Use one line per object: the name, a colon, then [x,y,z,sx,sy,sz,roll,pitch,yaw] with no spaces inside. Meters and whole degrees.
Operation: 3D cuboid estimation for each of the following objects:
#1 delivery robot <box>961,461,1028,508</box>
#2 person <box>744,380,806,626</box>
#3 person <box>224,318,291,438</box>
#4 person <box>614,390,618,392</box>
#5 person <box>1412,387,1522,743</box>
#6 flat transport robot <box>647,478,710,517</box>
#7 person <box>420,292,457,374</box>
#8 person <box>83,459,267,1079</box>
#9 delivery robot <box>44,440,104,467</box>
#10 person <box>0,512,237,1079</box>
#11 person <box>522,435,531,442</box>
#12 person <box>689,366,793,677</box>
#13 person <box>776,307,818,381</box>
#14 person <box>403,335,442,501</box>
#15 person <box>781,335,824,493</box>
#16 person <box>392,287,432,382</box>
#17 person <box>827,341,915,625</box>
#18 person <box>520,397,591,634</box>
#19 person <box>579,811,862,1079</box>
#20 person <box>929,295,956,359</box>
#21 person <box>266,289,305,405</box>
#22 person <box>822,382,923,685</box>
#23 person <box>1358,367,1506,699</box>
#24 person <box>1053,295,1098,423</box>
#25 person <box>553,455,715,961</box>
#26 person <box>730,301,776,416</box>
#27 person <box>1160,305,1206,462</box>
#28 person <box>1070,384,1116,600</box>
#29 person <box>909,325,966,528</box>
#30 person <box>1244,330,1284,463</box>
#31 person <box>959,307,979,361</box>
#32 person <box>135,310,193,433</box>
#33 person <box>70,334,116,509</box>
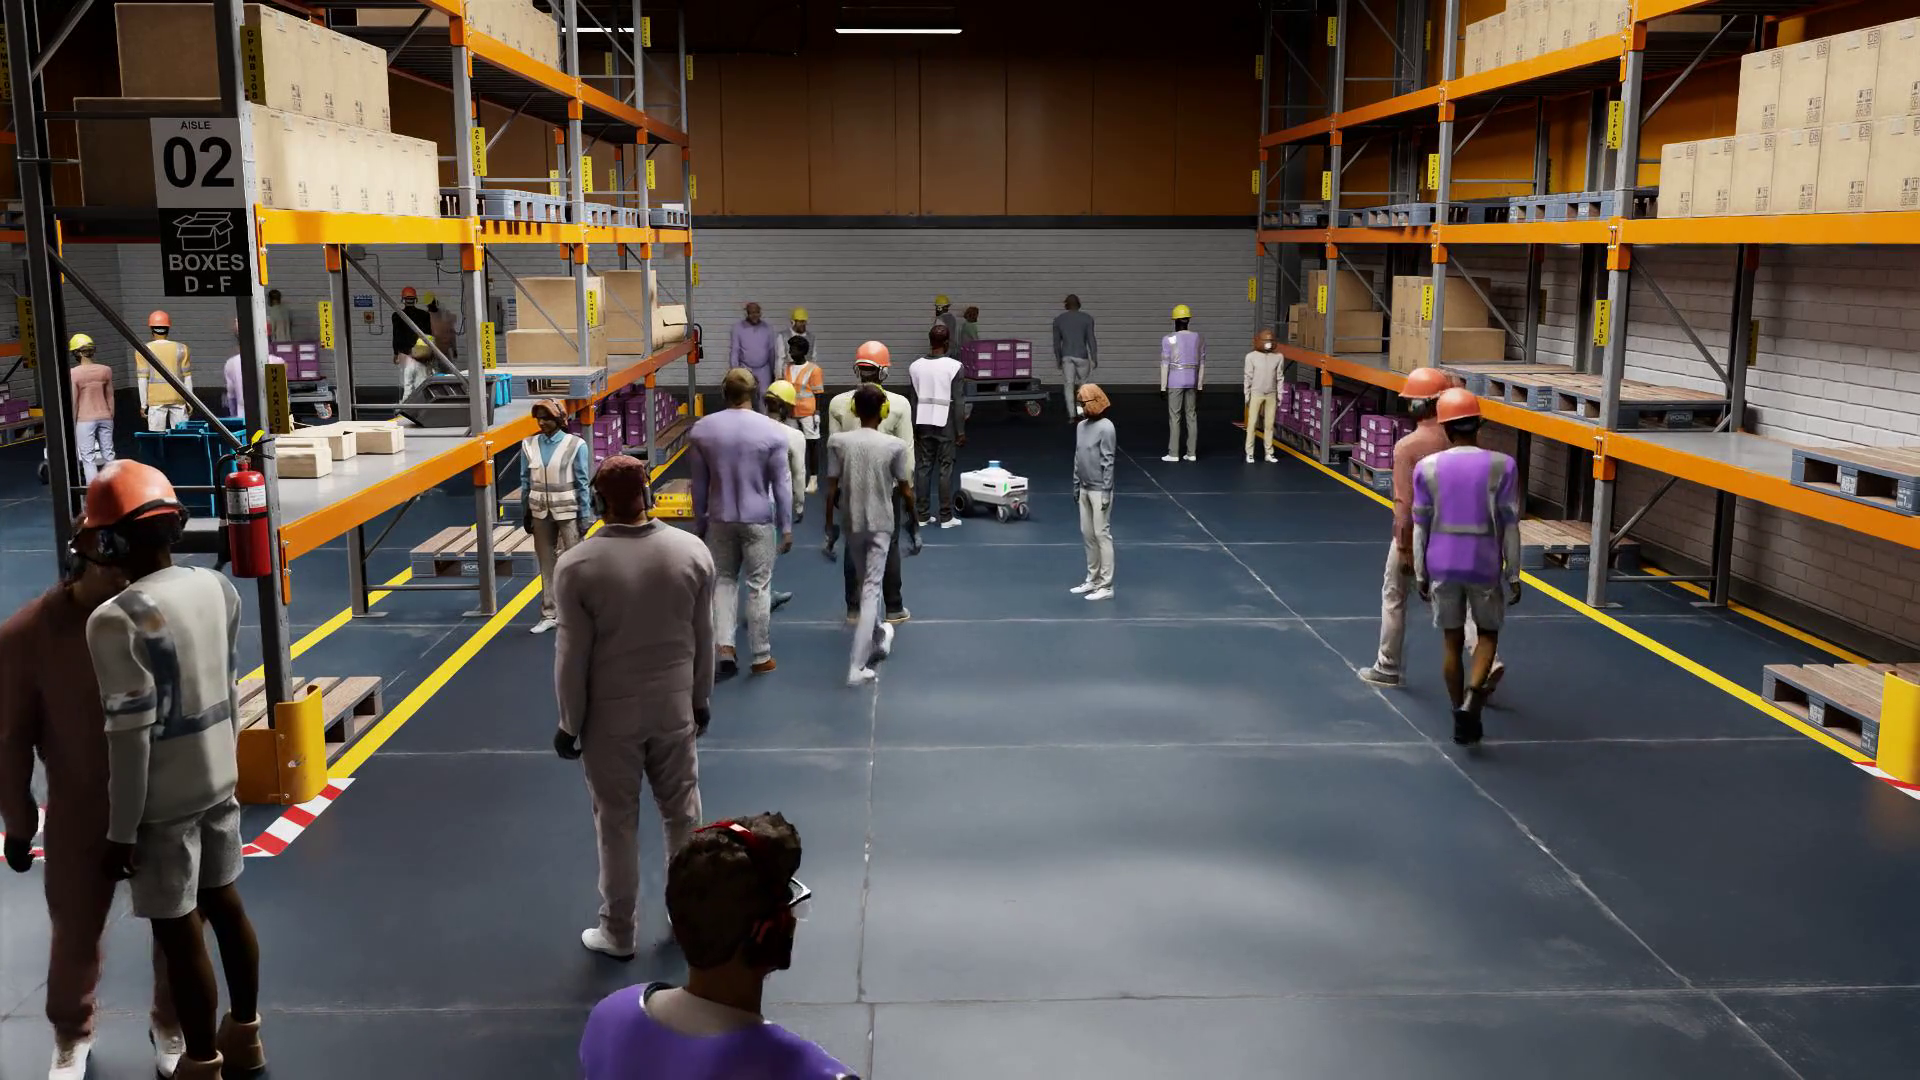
delivery robot: [0.331,-0.527,16.160,0.477,0.478,0.707,-9,13,-40]
person: [-1.366,-0.265,11.726,0.599,1.704,0.787,3,11,18]
person: [-6.336,-1.050,15.271,0.636,2.009,0.924,1,10,6]
person: [-4.951,-2.632,24.355,0.553,1.912,0.577,-2,10,-10]
person: [2.680,0.155,8.832,0.588,1.914,0.517,4,11,23]
flat transport robot: [-2.686,-0.435,16.701,0.652,0.197,1.431,0,10,1]
person: [-8.514,-3.091,27.042,0.396,1.878,0.660,9,14,41]
person: [-2.428,0.768,5.083,0.402,2.036,0.609,1,10,8]
delivery robot: [-9.852,-0.961,18.580,0.477,0.478,0.707,3,10,15]
person: [-2.674,0.814,5.288,0.690,1.872,0.500,-7,12,-33]
person: [-5.414,-2.042,21.324,0.621,1.835,0.430,-6,12,-32]
person: [-1.326,-0.102,10.279,0.645,1.926,0.435,2,10,10]
person: [-2.207,-2.255,22.556,0.608,1.808,0.780,-4,11,-22]
person: [-5.621,-1.273,17.373,0.332,1.709,0.630,3,11,14]
person: [-1.702,-1.346,17.814,0.533,1.692,0.322,6,12,30]
person: [-8.427,-2.894,25.599,0.623,1.992,0.396,-7,13,-35]
person: [-0.615,-0.395,11.676,0.618,1.993,0.396,2,10,11]
person: [-2.751,-0.156,11.353,0.519,1.634,0.311,3,11,15]
person: [-0.345,1.322,2.689,0.570,1.794,0.988,10,14,44]
person: [-0.285,-3.024,26.773,0.404,1.831,0.600,4,11,20]
person: [-11.190,-3.155,27.308,0.842,1.908,0.649,3,11,16]
person: [-0.518,-0.069,10.336,0.562,1.816,0.972,3,11,16]
person: [2.791,-0.031,9.754,0.615,1.963,0.893,-5,12,-28]
person: [1.745,-2.708,24.877,0.693,1.880,0.960,2,10,13]
person: [-1.230,0.624,6.263,0.636,1.902,0.405,-7,12,-34]
person: [-2.879,-2.380,23.089,0.645,1.875,0.823,-3,11,-16]
person: [2.704,-1.908,20.331,0.588,1.919,0.402,-4,11,-21]
person: [1.002,-0.368,12.559,0.294,1.622,0.512,-5,11,-25]
person: [-0.217,-1.063,15.652,0.582,1.911,0.392,7,12,33]
person: [3.689,-1.743,20.219,0.505,1.625,0.283,-2,10,-10]
person: [0.231,-3.095,27.830,0.854,1.589,0.499,-2,10,-13]
person: [-8.655,-1.524,18.122,0.548,1.936,0.378,-7,12,-34]
person: [-8.769,-1.195,16.780,0.315,1.766,0.523,5,11,26]
